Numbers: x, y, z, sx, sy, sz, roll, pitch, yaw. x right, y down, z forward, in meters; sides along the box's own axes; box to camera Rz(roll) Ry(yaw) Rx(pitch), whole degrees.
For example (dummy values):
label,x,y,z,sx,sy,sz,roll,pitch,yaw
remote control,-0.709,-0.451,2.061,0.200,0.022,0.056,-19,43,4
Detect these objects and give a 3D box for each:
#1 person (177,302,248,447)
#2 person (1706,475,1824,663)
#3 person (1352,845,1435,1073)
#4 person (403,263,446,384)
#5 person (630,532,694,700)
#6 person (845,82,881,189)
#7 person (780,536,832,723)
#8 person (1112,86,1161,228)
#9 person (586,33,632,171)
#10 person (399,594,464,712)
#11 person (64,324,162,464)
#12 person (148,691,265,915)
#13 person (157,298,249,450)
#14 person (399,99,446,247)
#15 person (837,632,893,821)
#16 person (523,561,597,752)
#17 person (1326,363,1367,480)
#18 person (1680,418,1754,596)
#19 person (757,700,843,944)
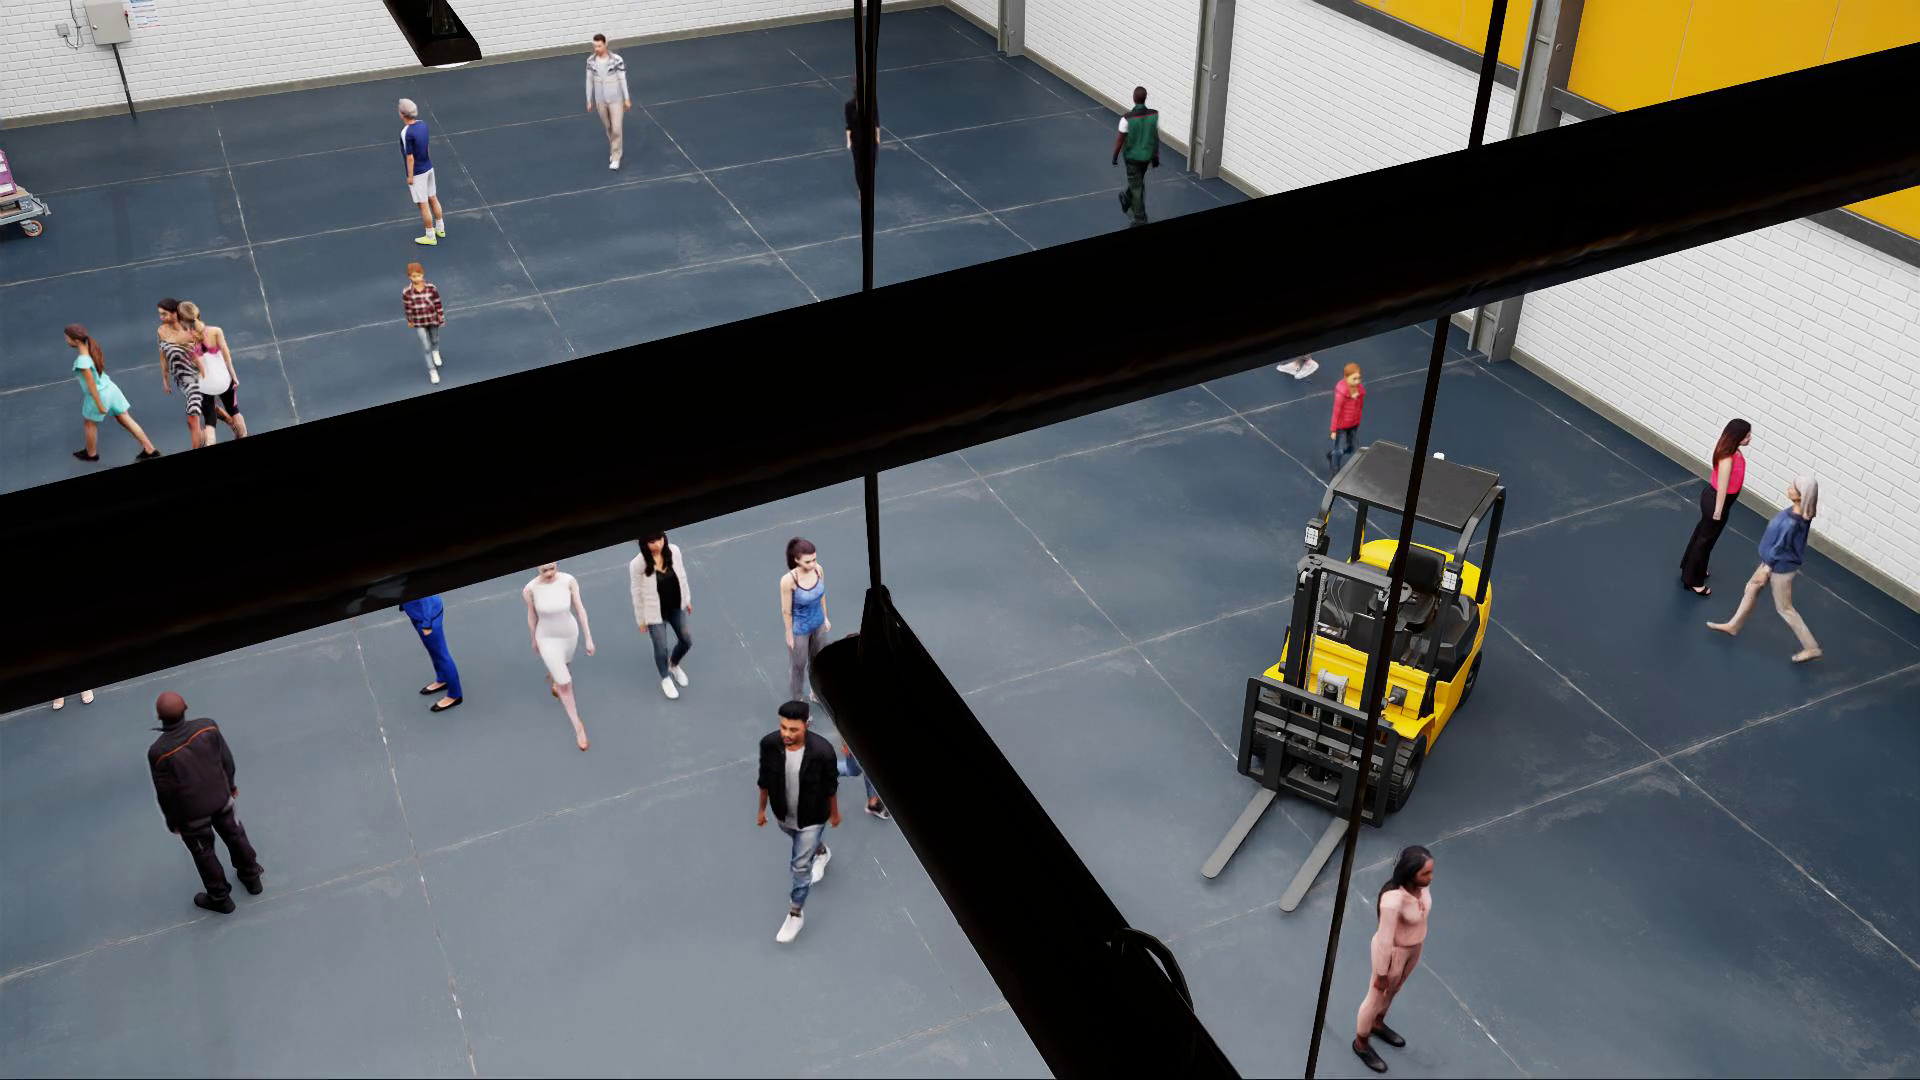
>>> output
label,x,y,z,sx,sy,sz,roll,pitch,yaw
person,-7.246,-1.449,16.039,0.633,1.751,0.856,-11,35,-16
person,6.783,0.261,13.547,1.233,1.662,0.998,21,39,29
person,2.646,2.508,10.114,0.662,1.720,0.693,27,42,34
person,-5.748,-2.396,17.887,0.549,1.284,0.911,-13,36,-19
person,-2.390,0.506,13.208,0.697,1.630,0.650,-22,39,-29
person,-1.285,-5.276,21.888,0.685,1.650,0.760,-7,34,-11
person,-1.200,0.679,12.965,0.632,1.610,0.643,-28,43,-36
person,2.280,-4.751,20.975,0.739,1.786,1.166,-12,35,-17
person,-4.813,-6.105,22.982,1.079,1.820,1.213,5,34,8
person,-4.188,0.560,13.064,0.686,1.700,0.508,-19,38,-26
person,-8.259,-1.391,16.167,0.963,1.513,1.078,2,34,3
person,-5.086,1.746,11.165,0.786,1.825,0.793,22,39,29
person,-7.386,-1.539,16.150,1.101,1.779,1.105,15,36,21
person,-6.717,-4.593,20.690,0.782,1.839,0.704,9,35,13
person,-0.791,1.323,12.005,1.008,1.600,0.902,16,37,22
person,-3.097,0.717,12.784,0.601,1.748,1.078,-15,36,-21
person,3.659,-1.118,15.942,0.515,1.308,0.651,-13,36,-19
person,6.571,-0.314,14.414,0.704,1.660,0.651,13,36,18
person,-1.041,1.741,11.225,1.181,1.768,1.219,12,36,18
